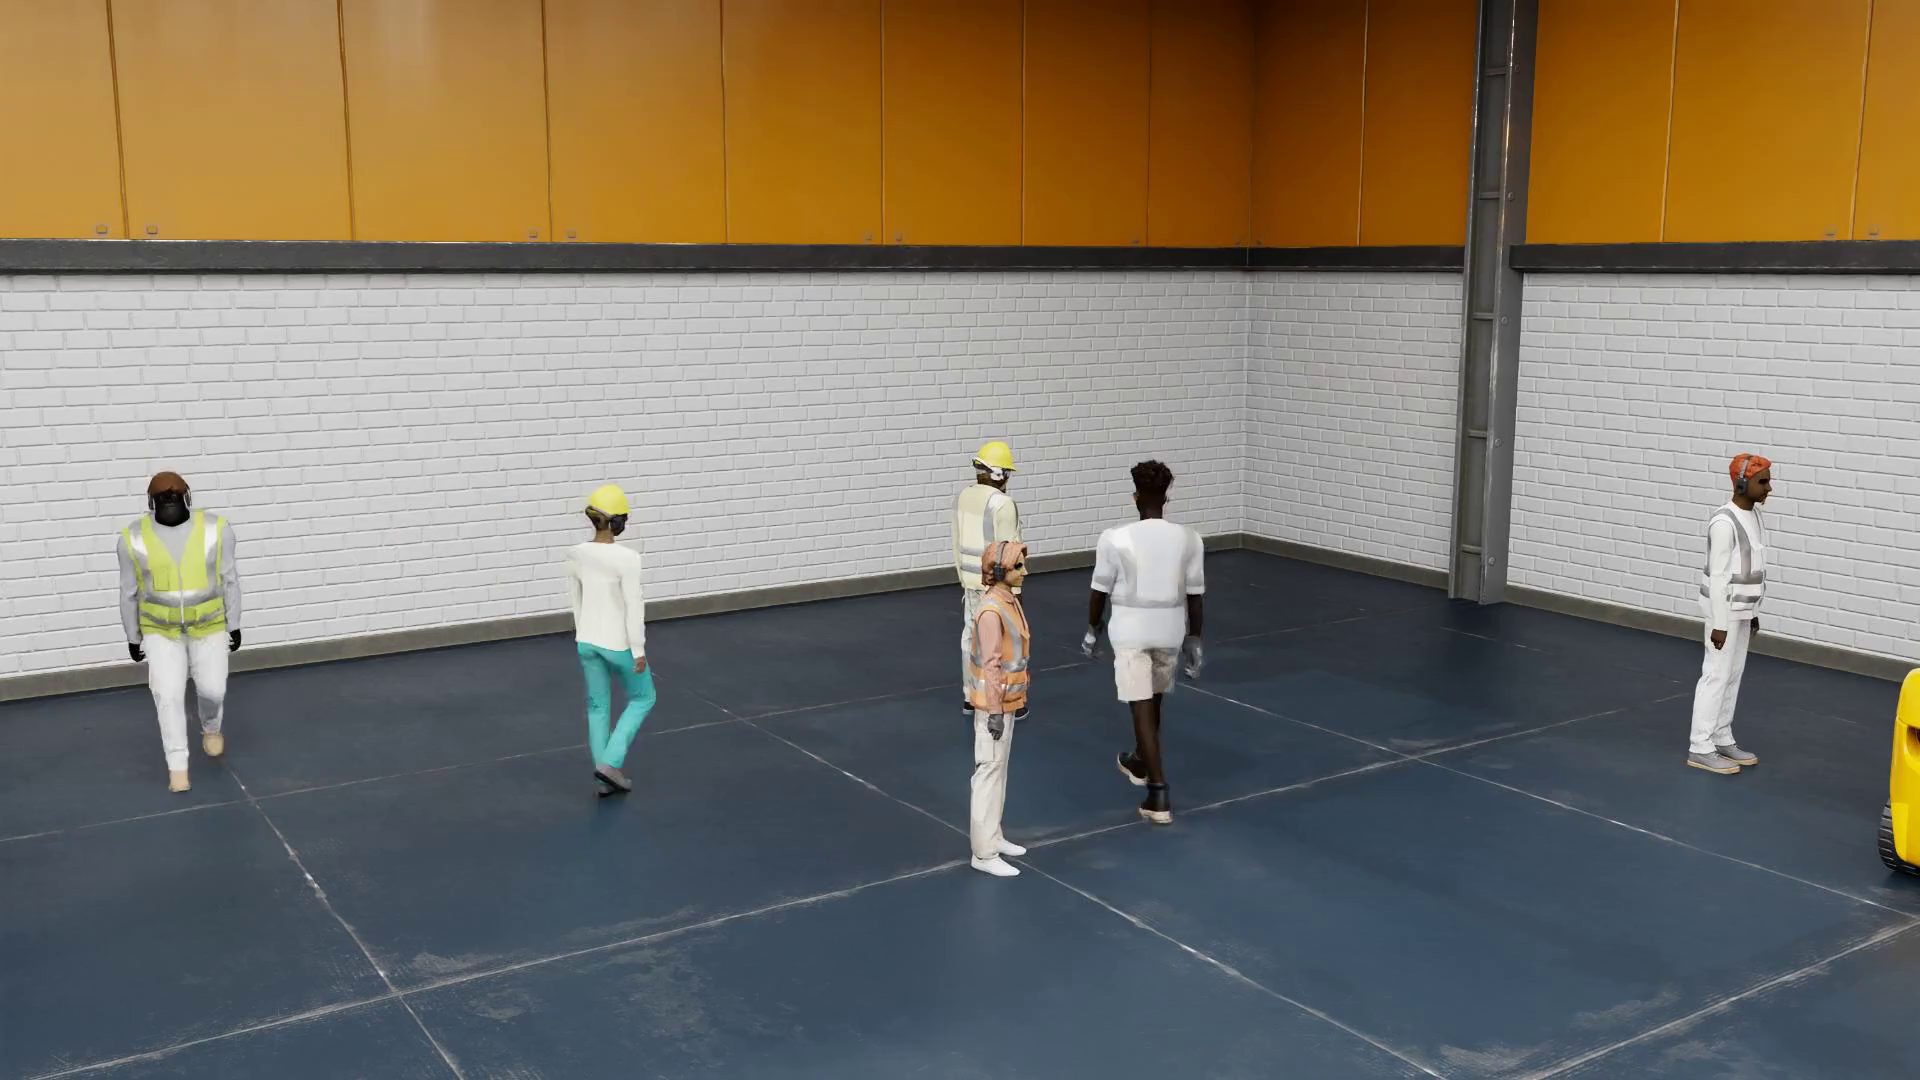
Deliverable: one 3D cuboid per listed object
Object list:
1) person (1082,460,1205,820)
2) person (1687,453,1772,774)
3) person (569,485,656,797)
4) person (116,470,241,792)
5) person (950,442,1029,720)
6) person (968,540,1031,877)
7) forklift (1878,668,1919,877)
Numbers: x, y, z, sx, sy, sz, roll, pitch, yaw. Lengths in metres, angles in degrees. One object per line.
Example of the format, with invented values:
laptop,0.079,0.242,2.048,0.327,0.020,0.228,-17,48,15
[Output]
person,1.012,0.513,9.116,0.608,1.915,0.998,-3,10,-17
person,4.523,0.428,9.748,0.350,1.876,0.568,8,13,41
person,-1.927,0.565,9.241,0.548,1.750,0.366,5,11,30
person,-4.463,0.487,9.545,0.637,1.820,0.641,-4,10,-24
person,0.206,0.269,10.847,0.403,1.822,0.588,-8,12,-39
person,0.193,0.808,8.148,0.311,1.639,0.521,2,10,9
forklift,5.511,0.571,7.906,2.313,2.155,1.214,-6,11,-33
